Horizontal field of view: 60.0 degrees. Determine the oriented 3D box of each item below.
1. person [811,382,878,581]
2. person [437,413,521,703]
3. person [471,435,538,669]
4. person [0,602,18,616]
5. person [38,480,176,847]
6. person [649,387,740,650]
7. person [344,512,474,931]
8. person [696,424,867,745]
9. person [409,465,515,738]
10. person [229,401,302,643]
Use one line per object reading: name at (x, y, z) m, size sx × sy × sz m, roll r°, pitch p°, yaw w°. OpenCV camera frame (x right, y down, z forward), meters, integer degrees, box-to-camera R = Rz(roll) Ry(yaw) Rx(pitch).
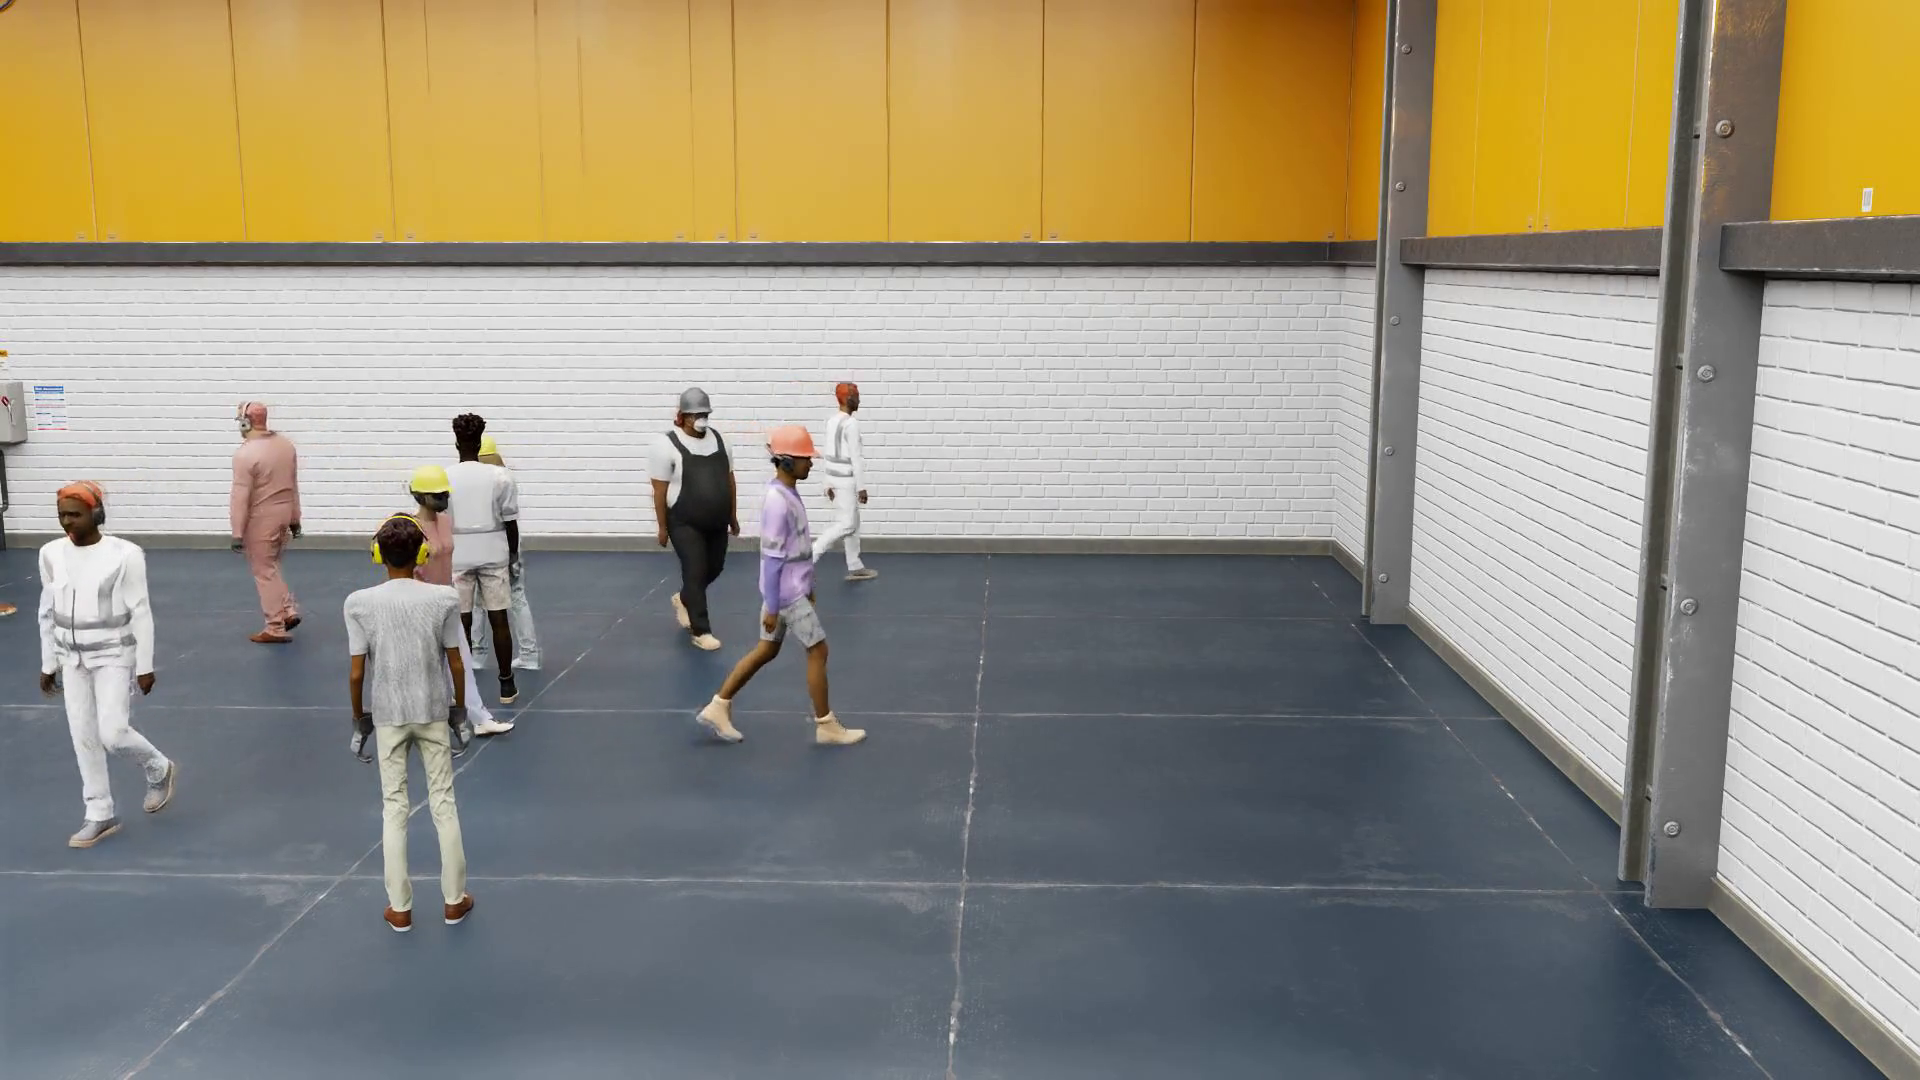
person at (-1.132, -0.518, 15.220) m, size 0.771 × 1.859 × 0.585 m, roll -4°, pitch 10°, yaw -22°
person at (-3.231, 0.135, 11.067) m, size 0.608 × 1.965 × 0.370 m, roll -3°, pitch 10°, yaw -19°
person at (-3.412, 0.102, 12.000) m, size 0.745 × 1.708 × 0.547 m, roll 3°, pitch 10°, yaw 16°
person at (-8.495, -0.330, 13.875) m, size 1.075 × 1.949 × 0.630 m, roll 1°, pitch 10°, yaw 4°
person at (-4.409, 0.611, 8.556) m, size 0.584 × 1.867 × 0.551 m, roll 2°, pitch 10°, yaw 11°
person at (-2.078, -0.216, 12.905) m, size 0.680 × 2.000 × 0.865 m, roll -9°, pitch 13°, yaw -43°
person at (-2.450, 0.809, 7.404) m, size 0.515 × 1.872 × 0.333 m, roll -3°, pitch 10°, yaw -17°
person at (-1.127, 0.284, 10.119) m, size 1.018 × 2.004 × 0.599 m, roll -1°, pitch 10°, yaw -7°
person at (-3.170, 0.407, 10.165) m, size 0.848 × 1.726 × 0.550 m, roll 3°, pitch 10°, yaw 17°
person at (-5.393, -0.131, 12.829) m, size 0.435 × 1.890 × 0.683 m, roll 2°, pitch 10°, yaw 12°
